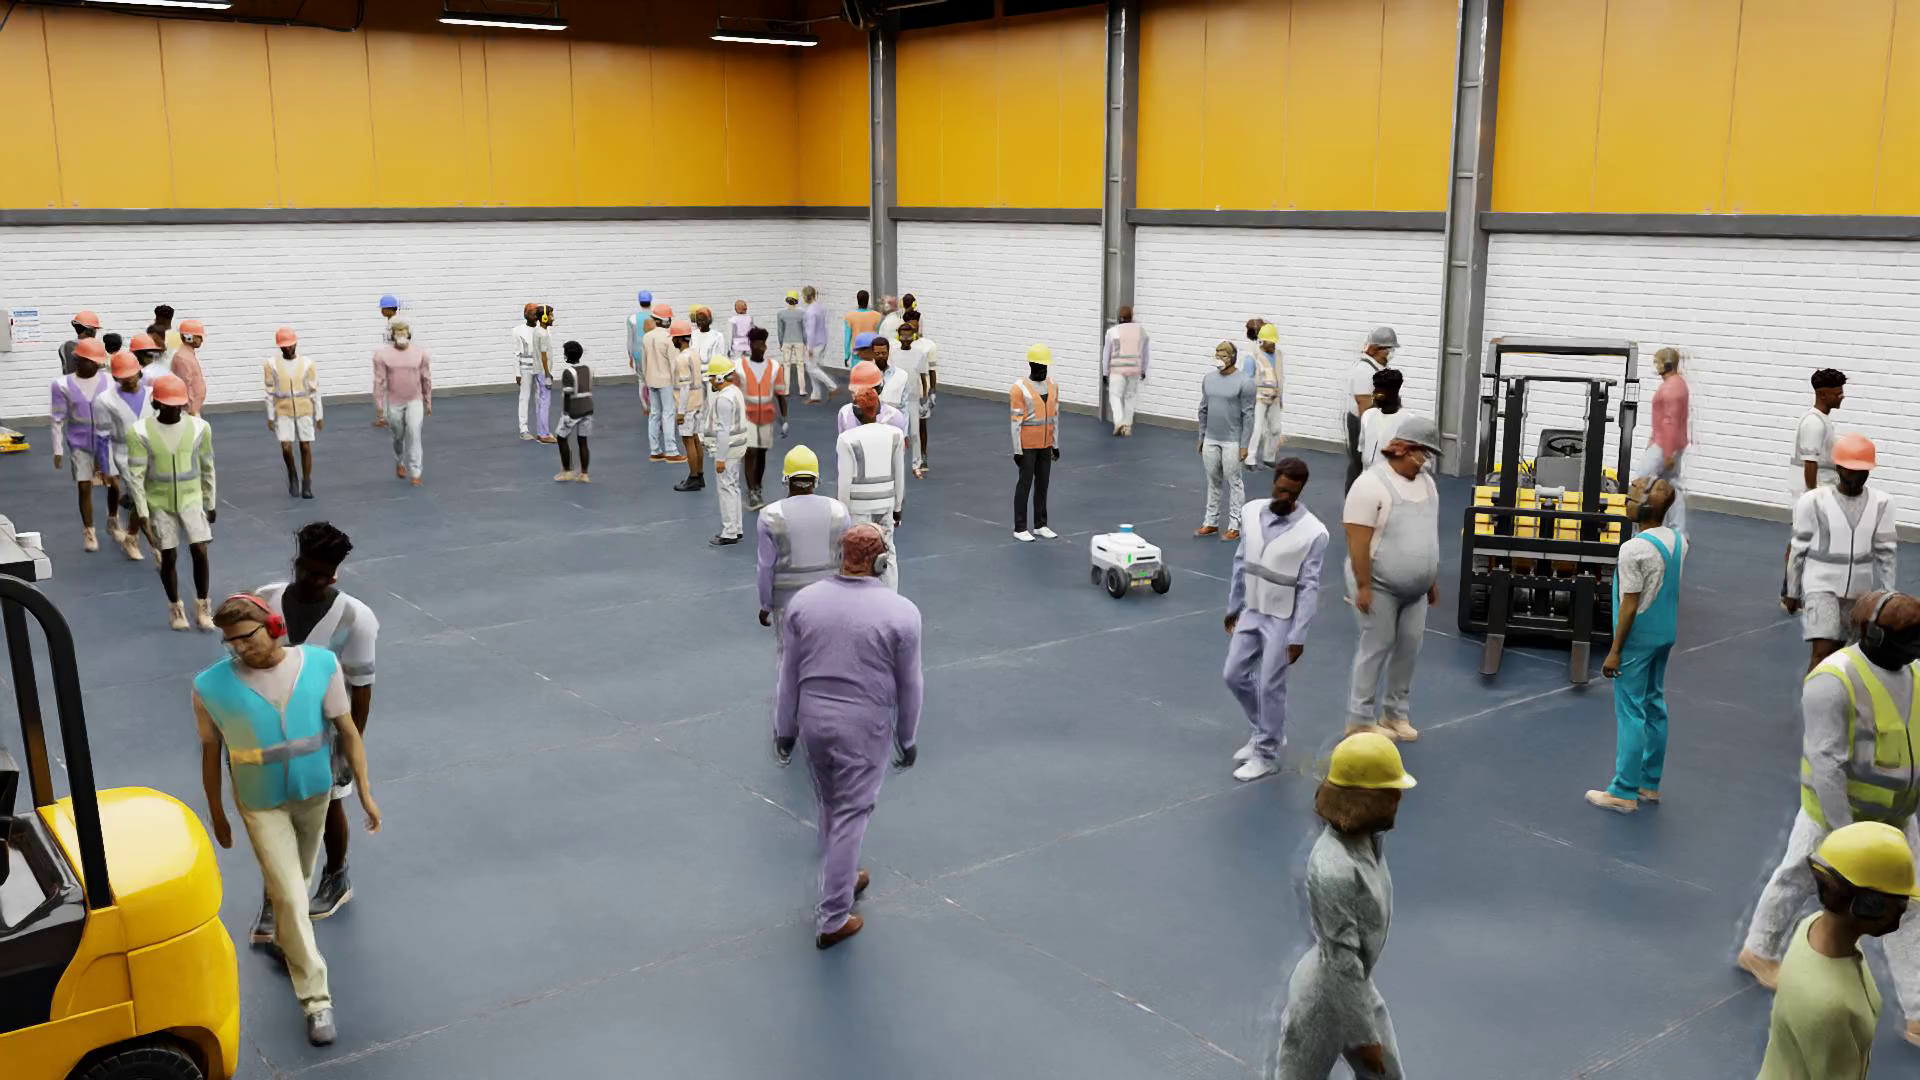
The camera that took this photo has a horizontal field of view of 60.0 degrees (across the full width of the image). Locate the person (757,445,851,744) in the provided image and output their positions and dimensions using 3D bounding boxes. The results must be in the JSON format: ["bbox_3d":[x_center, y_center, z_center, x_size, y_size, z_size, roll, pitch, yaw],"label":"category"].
[{"bbox_3d":[-0.952,0.336,10.119,0.590,1.833,0.403,-5,13,-22],"label":"person"}]

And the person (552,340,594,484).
[{"bbox_3d":[-4.500,-1.477,19.256,0.521,1.682,0.573,7,13,29],"label":"person"}]

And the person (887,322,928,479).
[{"bbox_3d":[-0.630,-1.629,19.572,0.504,1.852,0.344,-1,12,-6],"label":"person"}]

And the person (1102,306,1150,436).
[{"bbox_3d":[2.297,-2.327,23.023,0.665,1.823,0.671,-1,12,-7],"label":"person"}]

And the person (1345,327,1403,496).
[{"bbox_3d":[4.227,-1.156,16.817,0.643,2.000,0.702,10,16,41],"label":"person"}]

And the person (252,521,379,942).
[{"bbox_3d":[-2.926,0.849,7.437,0.692,1.911,0.706,0,12,2],"label":"person"}]

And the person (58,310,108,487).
[{"bbox_3d":[-9.962,-1.610,19.058,0.623,2.028,0.410,4,12,17],"label":"person"}]

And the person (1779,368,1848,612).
[{"bbox_3d":[6.866,-0.406,13.401,0.366,1.953,0.610,6,13,27],"label":"person"}]

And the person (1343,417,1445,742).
[{"bbox_3d":[2.661,0.220,10.174,0.725,2.000,0.541,-7,14,-31],"label":"person"}]

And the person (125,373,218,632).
[{"bbox_3d":[-5.940,-0.262,12.597,0.618,2.005,0.697,-7,14,-31],"label":"person"}]

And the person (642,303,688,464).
[{"bbox_3d":[-3.707,-1.958,20.799,0.613,1.995,0.391,9,15,39],"label":"person"}]

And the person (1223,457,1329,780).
[{"bbox_3d":[1.784,0.451,9.450,0.438,1.892,0.655,-9,15,-38],"label":"person"}]

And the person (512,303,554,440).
[{"bbox_3d":[-5.850,-2.309,22.799,0.574,1.876,0.355,-10,16,-41],"label":"person"}]

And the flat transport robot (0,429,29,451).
[{"bbox_3d":[-12.898,-1.335,21.978,1.431,0.197,0.652,11,16,43],"label":"flat transport robot"}]

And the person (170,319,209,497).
[{"bbox_3d":[-8.508,-1.462,18.470,0.434,1.976,0.613,-4,12,-18],"label":"person"}]

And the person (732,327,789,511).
[{"bbox_3d":[-2.140,-1.279,17.647,0.650,1.936,0.880,-5,13,-22],"label":"person"}]

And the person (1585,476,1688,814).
[{"bbox_3d":[3.676,0.561,8.998,0.509,1.846,0.342,-9,14,-36],"label":"person"}]

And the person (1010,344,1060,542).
[{"bbox_3d":[0.742,-0.941,16.093,0.581,1.918,0.393,-10,16,-41],"label":"person"}]

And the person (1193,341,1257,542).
[{"bbox_3d":[2.560,-0.957,16.106,0.630,1.940,0.372,11,16,44],"label":"person"}]

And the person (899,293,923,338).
[{"bbox_3d":[-0.766,-2.787,25.129,0.519,1.865,0.328,4,12,18],"label":"person"}]

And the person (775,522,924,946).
[{"bbox_3d":[-0.460,0.849,7.573,0.651,1.861,0.815,5,13,24],"label":"person"}]

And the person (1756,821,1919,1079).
[{"bbox_3d":[2.250,1.570,4.325,0.451,1.750,0.540,9,14,36],"label":"person"}]

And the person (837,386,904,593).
[{"bbox_3d":[-0.693,-0.240,12.768,0.573,1.887,0.356,-8,14,-32],"label":"person"}]

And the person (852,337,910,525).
[{"bbox_3d":[-0.803,-1.097,16.827,0.587,1.920,0.391,-2,12,-9],"label":"person"}]

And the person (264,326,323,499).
[{"bbox_3d":[-7.292,-1.388,18.240,0.577,1.914,0.435,-5,13,-23],"label":"person"}]

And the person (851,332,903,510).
[{"bbox_3d":[-0.985,-1.213,17.422,0.877,1.894,0.615,-4,12,-19],"label":"person"}]

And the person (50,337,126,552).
[{"bbox_3d":[-8.140,-0.882,15.553,0.665,2.016,0.438,-7,14,-31],"label":"person"}]

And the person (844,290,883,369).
[{"bbox_3d":[-1.440,-2.795,25.037,0.597,1.915,0.375,-2,12,-10],"label":"person"}]

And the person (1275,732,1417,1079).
[{"bbox_3d":[1.250,1.428,5.111,0.811,1.713,0.484,6,13,26],"label":"person"}]

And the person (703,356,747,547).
[{"bbox_3d":[-2.235,-0.845,15.861,0.403,1.819,0.601,0,12,1],"label":"person"}]

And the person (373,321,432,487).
[{"bbox_3d":[-6.470,-1.606,19.339,0.644,1.913,0.927,-4,12,-20],"label":"person"}]

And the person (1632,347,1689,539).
[{"bbox_3d":[6.603,-0.874,15.780,0.736,1.913,0.643,7,13,29],"label":"person"}]

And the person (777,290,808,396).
[{"bbox_3d":[-2.780,-3.282,27.753,0.523,1.769,0.309,1,12,3],"label":"person"}]

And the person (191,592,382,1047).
[{"bbox_3d":[-2.756,1.059,6.757,0.597,1.792,0.948,-10,15,-40],"label":"person"}]

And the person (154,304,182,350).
[{"bbox_3d":[-9.985,-1.996,21.060,0.361,1.961,0.616,3,12,13],"label":"person"}]

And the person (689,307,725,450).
[{"bbox_3d":[-3.331,-2.111,21.841,0.580,1.879,0.352,7,13,29],"label":"person"}]

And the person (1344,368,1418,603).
[{"bbox_3d":[3.431,-0.416,13.439,0.374,1.960,0.600,-10,15,-39],"label":"person"}]

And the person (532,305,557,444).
[{"bbox_3d":[-5.588,-2.229,22.438,0.335,1.864,0.505,-5,13,-21],"label":"person"}]

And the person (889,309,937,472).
[{"bbox_3d":[-0.582,-1.802,20.115,0.613,1.965,0.361,0,12,0],"label":"person"}]

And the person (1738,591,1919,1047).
[{"bbox_3d":[3.618,1.078,6.662,0.622,1.791,1.004,-4,12,-19],"label":"person"}]

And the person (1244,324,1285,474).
[{"bbox_3d":[3.676,-1.700,20.030,0.626,1.804,0.422,-8,14,-33],"label":"person"}]

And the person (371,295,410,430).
[{"bbox_3d":[-8.125,-2.508,23.616,0.757,1.921,0.646,-6,13,-25],"label":"person"}]

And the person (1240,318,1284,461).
[{"bbox_3d":[3.733,-1.884,20.876,0.578,1.818,0.634,3,12,13],"label":"person"}]

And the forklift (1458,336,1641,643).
[{"bbox_3d":[4.683,-0.471,13.136,1.214,2.155,2.313,4,12,20],"label":"forklift"}]

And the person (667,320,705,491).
[{"bbox_3d":[-3.112,-1.517,18.820,0.377,1.932,0.551,2,12,8],"label":"person"}]

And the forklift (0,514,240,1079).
[{"bbox_3d":[-3.687,1.115,5.480,2.313,2.155,1.214,-9,15,-36],"label":"forklift"}]

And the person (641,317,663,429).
[{"bbox_3d":[-4.334,-2.360,23.664,0.385,1.611,0.565,8,14,32],"label":"person"}]

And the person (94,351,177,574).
[{"bbox_3d":[-7.357,-0.719,14.881,1.039,1.982,0.640,11,16,42],"label":"person"}]

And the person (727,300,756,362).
[{"bbox_3d":[-3.558,-3.100,27.180,0.517,1.639,0.313,-5,13,-24],"label":"person"}]

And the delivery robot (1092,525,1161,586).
[{"bbox_3d":[1.402,0.114,14.064,0.477,0.478,0.707,-5,13,-22],"label":"delivery robot"}]

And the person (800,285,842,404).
[{"bbox_3d":[-2.246,-3.093,26.479,0.590,1.916,0.664,1,12,5],"label":"person"}]

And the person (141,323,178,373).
[{"bbox_3d":[-9.154,-1.579,19.253,0.596,1.884,0.863,0,12,2],"label":"person"}]

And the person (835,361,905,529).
[{"bbox_3d":[-0.735,-0.411,13.232,0.606,2.037,0.382,6,13,25],"label":"person"}]

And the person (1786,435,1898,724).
[{"bbox_3d":[5.330,0.321,10.005,0.556,1.901,0.854,1,12,5],"label":"person"}]
